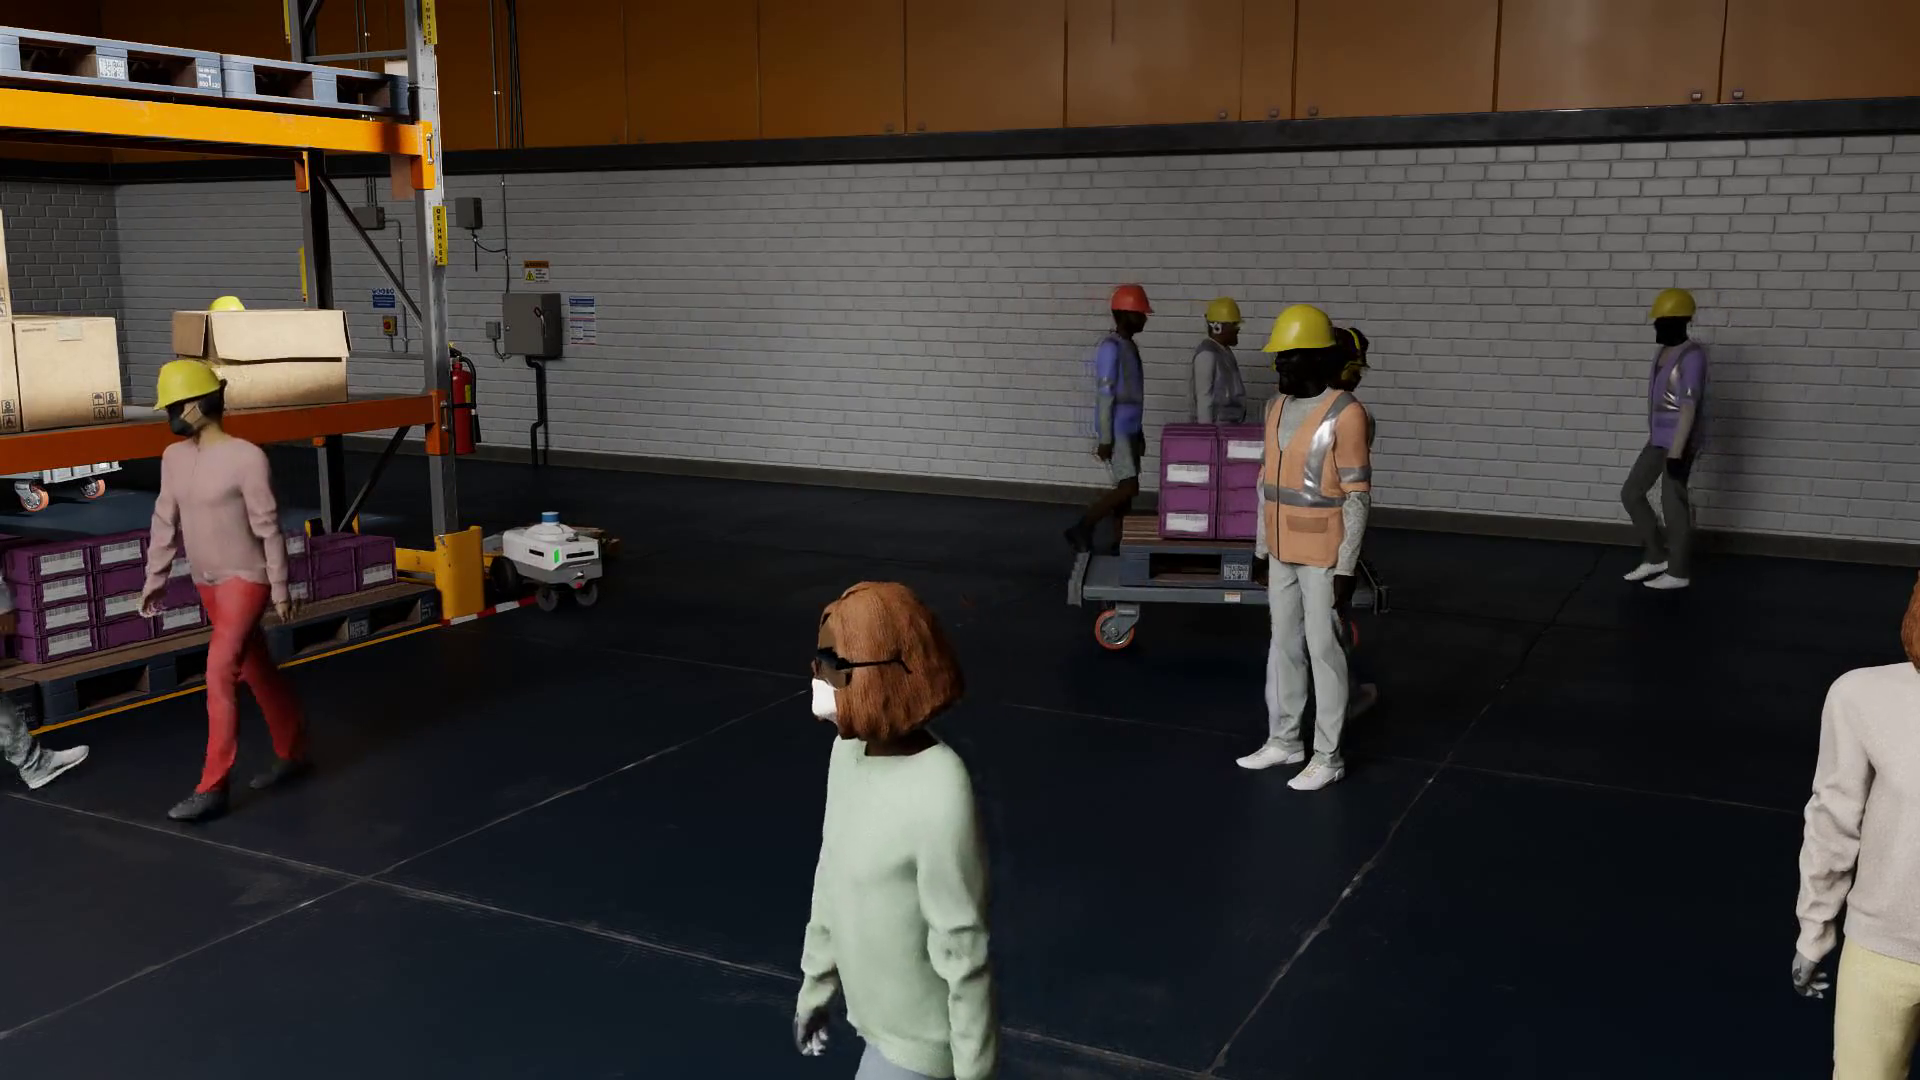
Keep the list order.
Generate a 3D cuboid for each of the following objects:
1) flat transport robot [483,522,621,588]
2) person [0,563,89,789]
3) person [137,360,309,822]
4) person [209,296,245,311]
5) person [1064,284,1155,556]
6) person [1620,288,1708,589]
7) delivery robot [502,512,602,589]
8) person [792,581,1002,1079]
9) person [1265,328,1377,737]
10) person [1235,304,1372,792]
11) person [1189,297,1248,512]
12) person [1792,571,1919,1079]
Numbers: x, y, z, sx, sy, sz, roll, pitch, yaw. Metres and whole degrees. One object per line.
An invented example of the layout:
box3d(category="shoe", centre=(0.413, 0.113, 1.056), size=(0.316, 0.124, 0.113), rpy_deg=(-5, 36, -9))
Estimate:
box3d(category="flat transport robot", centre=(-2.852, 0.087, 11.088), size=(0.652, 0.197, 1.431), rpy_deg=(2, 10, 12))
box3d(category="person", centre=(-3.783, 0.211, 6.256), size=(0.493, 1.685, 0.909), rpy_deg=(7, 12, 36))
box3d(category="person", centre=(-2.862, 0.182, 6.348), size=(0.536, 1.716, 0.860), rpy_deg=(5, 11, 27))
box3d(category="person", centre=(-5.015, -0.759, 11.470), size=(0.404, 1.830, 0.601), rpy_deg=(-7, 12, -34))
box3d(category="person", centre=(1.053, -0.741, 11.103), size=(0.506, 1.921, 0.553), rpy_deg=(4, 10, 20))
box3d(category="person", centre=(4.435, -0.627, 10.488), size=(0.510, 1.906, 0.609), rpy_deg=(0, 10, 0))
box3d(category="delivery robot", centre=(-2.475, 0.072, 10.086), size=(0.477, 0.478, 0.707), rpy_deg=(-9, 13, -41))
box3d(category="person", centre=(-0.096, 0.846, 2.885), size=(0.865, 1.591, 0.518), rpy_deg=(-4, 10, -20))
box3d(category="person", centre=(1.573, 0.001, 7.139), size=(0.482, 1.802, 0.985), rpy_deg=(7, 12, 36))
box3d(category="person", centre=(1.358, 0.034, 6.607), size=(0.384, 1.925, 0.593), rpy_deg=(-5, 11, -26))
box3d(category="person", centre=(1.842, -0.811, 11.819), size=(0.418, 1.834, 0.599), rpy_deg=(3, 10, 19))
box3d(category="person", centre=(1.819, 0.790, 3.080), size=(0.508, 1.632, 0.271), rpy_deg=(8, 12, 37))
